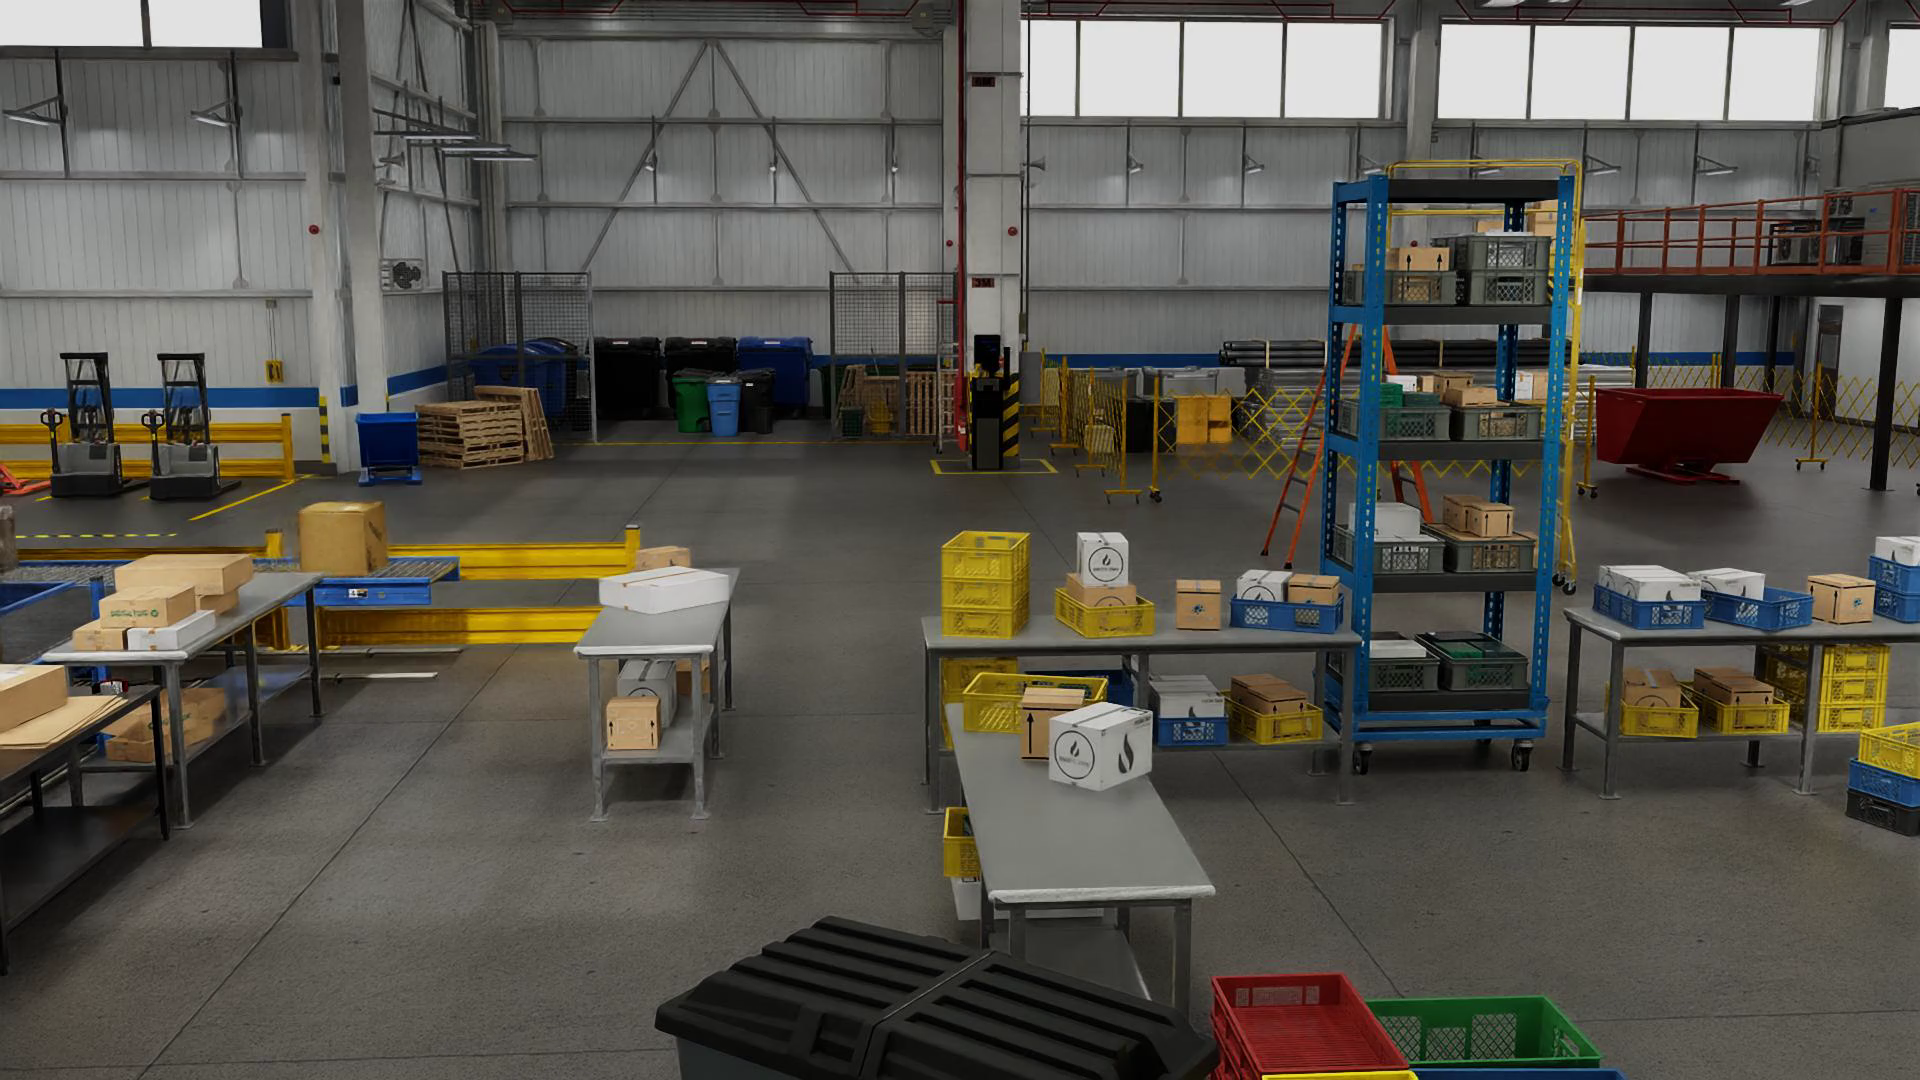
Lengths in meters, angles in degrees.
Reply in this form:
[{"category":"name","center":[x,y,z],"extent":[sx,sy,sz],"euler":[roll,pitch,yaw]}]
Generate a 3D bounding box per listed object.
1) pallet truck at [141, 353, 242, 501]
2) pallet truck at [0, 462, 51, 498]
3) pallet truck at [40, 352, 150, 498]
[{"category":"pallet truck","center":[-10.520,-1.604,22.925],"extent":[0.823,1.965,1.885],"euler":[-1,9,-6]},{"category":"pallet truck","center":[-13.193,-1.293,23.148],"extent":[0.653,1.274,1.630],"euler":[-1,9,-4]},{"category":"pallet truck","center":[-11.907,-1.642,23.165],"extent":[0.823,1.965,1.885],"euler":[0,9,0]}]
